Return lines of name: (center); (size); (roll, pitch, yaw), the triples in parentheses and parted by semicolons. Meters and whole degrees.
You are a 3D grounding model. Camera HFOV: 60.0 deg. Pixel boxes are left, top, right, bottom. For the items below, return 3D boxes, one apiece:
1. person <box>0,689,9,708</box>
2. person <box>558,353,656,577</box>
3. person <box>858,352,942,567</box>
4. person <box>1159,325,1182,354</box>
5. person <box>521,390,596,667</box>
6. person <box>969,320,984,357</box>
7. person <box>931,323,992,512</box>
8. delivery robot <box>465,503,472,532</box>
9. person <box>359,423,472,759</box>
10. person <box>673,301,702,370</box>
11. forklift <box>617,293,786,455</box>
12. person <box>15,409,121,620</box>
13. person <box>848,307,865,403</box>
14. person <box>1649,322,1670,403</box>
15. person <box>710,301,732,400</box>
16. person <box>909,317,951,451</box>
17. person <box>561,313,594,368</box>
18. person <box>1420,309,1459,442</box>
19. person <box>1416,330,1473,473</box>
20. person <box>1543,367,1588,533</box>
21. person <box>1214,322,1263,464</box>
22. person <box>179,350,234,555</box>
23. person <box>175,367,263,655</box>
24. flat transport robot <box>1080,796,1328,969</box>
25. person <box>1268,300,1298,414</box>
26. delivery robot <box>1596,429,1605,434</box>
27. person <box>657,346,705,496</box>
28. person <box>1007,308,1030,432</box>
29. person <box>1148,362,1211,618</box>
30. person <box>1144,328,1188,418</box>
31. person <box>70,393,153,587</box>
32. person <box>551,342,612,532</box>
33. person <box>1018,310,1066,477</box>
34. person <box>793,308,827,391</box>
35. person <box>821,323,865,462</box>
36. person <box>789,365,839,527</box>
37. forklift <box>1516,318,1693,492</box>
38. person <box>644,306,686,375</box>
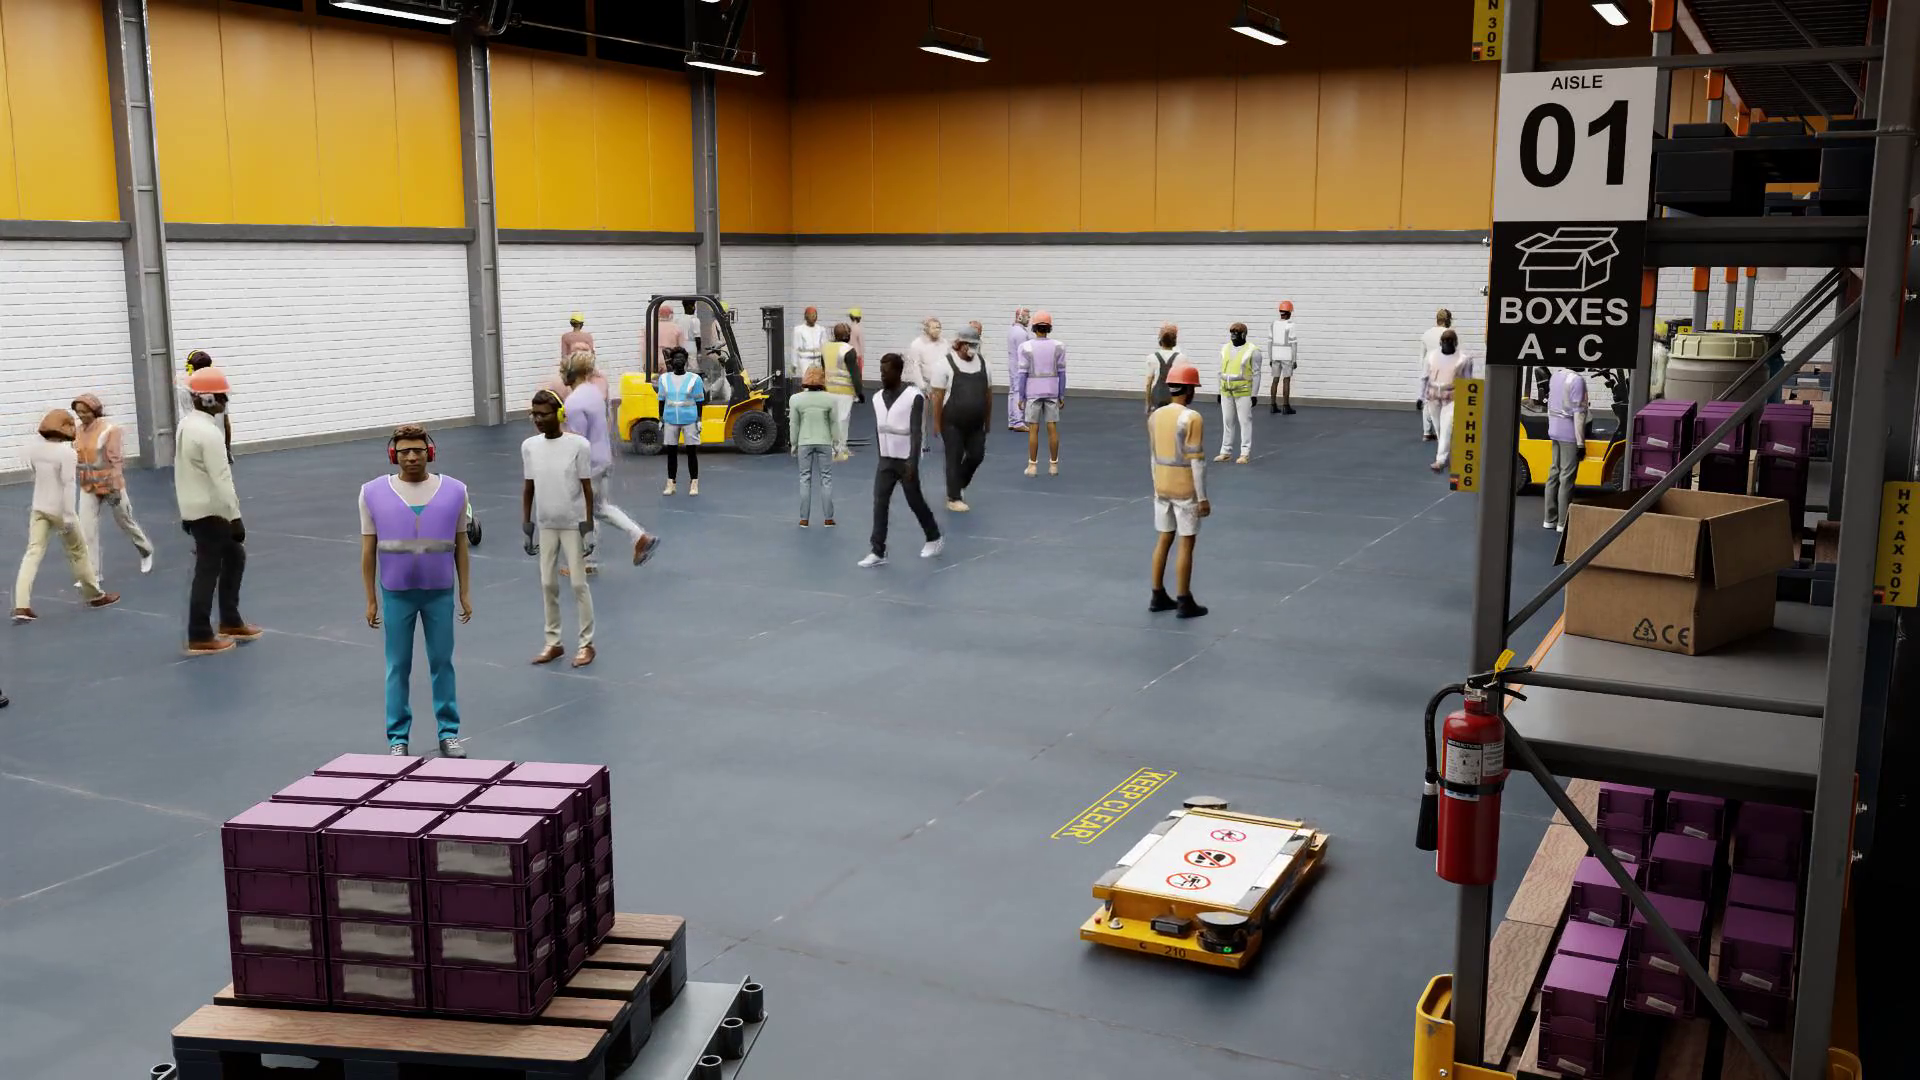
person: (-6.022, 0.065, 10.025); (0.373, 1.928, 0.543); (-7, 12, -34)
person: (-3.041, -0.628, 14.086); (0.725, 1.915, 0.648); (1, 10, 6)
person: (-0.508, -0.731, 14.783); (0.600, 1.884, 0.946); (8, 12, 38)
person: (2.666, -1.795, 21.063); (0.458, 1.851, 0.707); (-3, 10, -15)
person: (-2.664, -0.076, 11.064); (0.517, 1.860, 0.350); (2, 10, 14)
person: (0.246, -2.774, 27.276); (0.305, 1.645, 0.522); (1, 10, 9)
person: (0.026, -1.334, 17.797); (0.719, 2.000, 0.659); (-5, 11, -27)
delivery robot: (-4.877, -0.279, 15.715); (0.477, 0.478, 0.707); (-6, 12, -33)
person: (-2.924, 0.286, 8.981); (0.567, 1.847, 0.389); (-5, 11, -25)
person: (-4.879, -3.380, 29.861); (0.608, 1.963, 0.370); (6, 11, 31)
forklift: (-3.588, -2.317, 23.042); (2.313, 2.155, 1.214); (-1, 10, -5)
person: (-6.839, -0.200, 12.563); (0.514, 1.580, 0.891); (4, 10, 20)
person: (-1.982, -3.372, 30.415); (0.533, 1.753, 0.516); (7, 12, 35)
person: (9.705, -2.119, 23.077); (0.890, 1.785, 0.609); (-3, 10, -18)
person: (-4.190, -3.244, 29.262); (0.634, 1.895, 0.623); (-1, 10, -6)
person: (-0.352, -2.113, 22.822); (0.652, 1.868, 0.865); (-5, 11, -26)
person: (-6.293, -2.861, 27.438); (0.533, 1.765, 0.322); (0, 10, -2)
person: (6.985, -2.388, 24.195); (0.356, 1.937, 0.638); (-7, 12, -35)
person: (6.120, -1.753, 20.998); (0.608, 1.791, 1.009); (7, 12, 36)
person: (5.988, -1.028, 16.354); (0.383, 1.924, 0.606); (-2, 10, -9)
person: (3.624, -1.920, 21.764); (0.620, 1.845, 0.430); (9, 13, 42)
person: (-6.869, -0.790, 15.162); (0.310, 1.863, 0.533); (5, 11, 26)
person: (-5.075, -0.205, 11.462); (0.714, 1.966, 0.648); (-8, 13, -39)
flat transport robot: (1.069, 1.409, 7.035); (0.652, 0.197, 1.431); (5, 11, 25)
person: (5.531, -3.116, 28.412); (0.552, 1.934, 0.373); (10, 14, 44)
delivery robot: (7.945, -1.134, 20.666); (0.707, 0.478, 0.477); (-6, 12, -32)
person: (-3.160, -1.338, 18.805); (0.541, 1.700, 0.315); (1, 10, 5)
person: (0.939, -2.620, 25.649); (0.399, 1.902, 0.642); (-2, 10, -12)
person: (1.668, -0.362, 12.611); (0.377, 1.886, 0.553); (-6, 12, -33)
person: (2.524, -1.655, 20.300); (0.551, 1.842, 0.445); (2, 10, 11)
person: (-7.149, -0.452, 13.976); (0.521, 1.607, 0.809); (2, 10, 12)
person: (-3.754, -1.030, 16.529); (0.648, 1.878, 0.547); (-9, 13, -41)
person: (1.000, -1.797, 20.473); (0.605, 2.044, 0.374); (-2, 10, -10)
person: (-2.467, -2.956, 27.805); (0.598, 1.836, 0.898); (-5, 11, -26)
person: (-1.506, -1.961, 22.042); (0.696, 1.823, 0.621); (-8, 13, -39)
person: (-1.457, -0.935, 16.667); (0.500, 1.633, 0.279); (-1, 10, -4)
forklift: (7.066, -1.601, 18.899); (2.313, 2.155, 1.214); (5, 11, 27)
person: (-4.912, -2.962, 27.755); (0.673, 1.856, 0.901); (0, 10, -1)
